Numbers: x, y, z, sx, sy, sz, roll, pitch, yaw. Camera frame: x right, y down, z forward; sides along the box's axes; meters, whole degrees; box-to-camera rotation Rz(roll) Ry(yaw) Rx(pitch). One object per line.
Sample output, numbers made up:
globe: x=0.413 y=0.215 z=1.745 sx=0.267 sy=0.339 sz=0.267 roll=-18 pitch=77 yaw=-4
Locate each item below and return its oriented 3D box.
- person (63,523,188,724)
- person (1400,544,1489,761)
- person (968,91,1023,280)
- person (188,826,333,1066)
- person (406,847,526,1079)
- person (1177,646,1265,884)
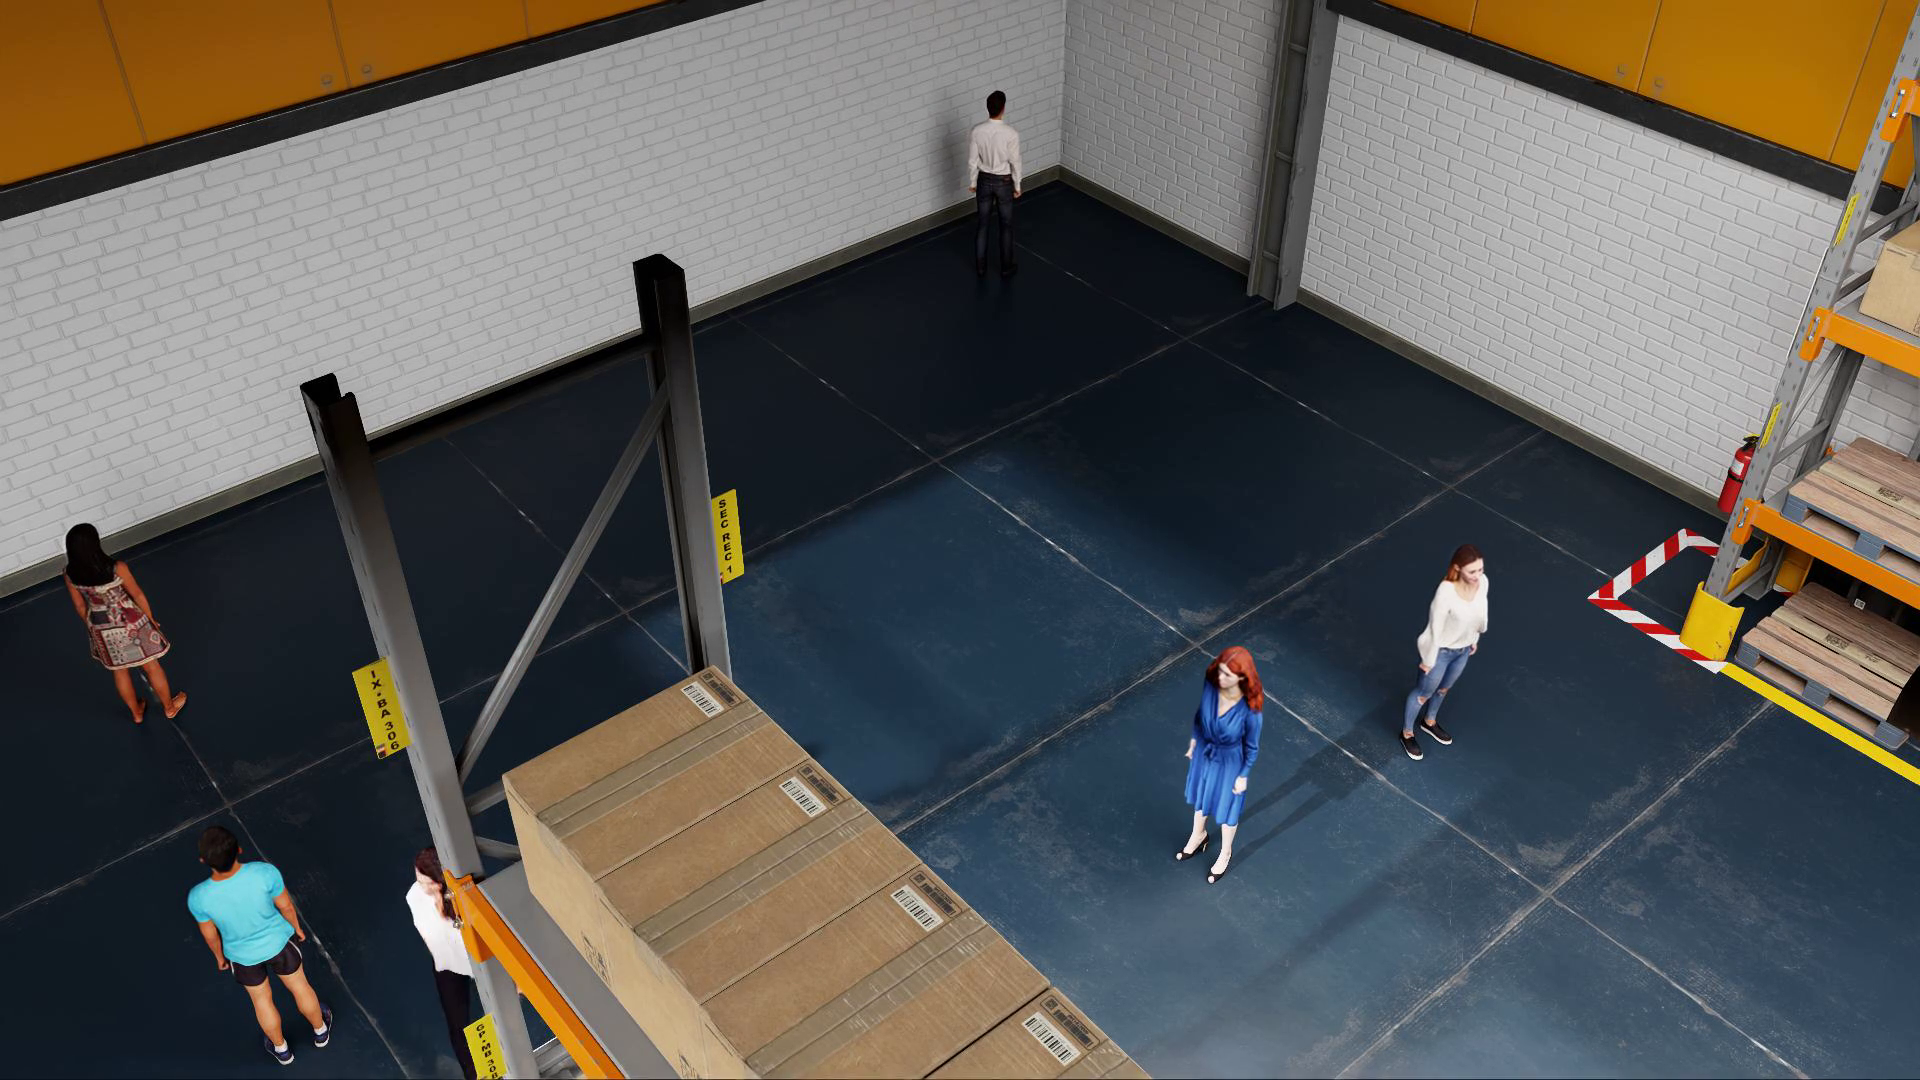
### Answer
person: x=-5.601 y=0.560 z=11.064 sx=0.726 sy=1.645 sz=0.713 roll=-6 pitch=39 yaw=-8
person: x=3.172 y=0.706 z=10.844 sx=0.664 sy=1.692 sz=0.608 roll=-19 pitch=42 yaw=-22
person: x=0.334 y=-3.367 z=15.800 sx=0.689 sy=1.871 sz=0.796 roll=9 pitch=39 yaw=11
person: x=-3.757 y=2.179 z=8.932 sx=0.646 sy=1.776 sz=0.575 roll=-20 pitch=43 yaw=-23
person: x=-2.599 y=2.186 z=8.942 sx=1.067 sy=1.752 sz=1.183 roll=0 pitch=39 yaw=0
person: x=1.568 y=1.334 z=9.948 sx=0.660 sy=1.829 sz=0.492 roll=-28 pitch=47 yaw=-31
